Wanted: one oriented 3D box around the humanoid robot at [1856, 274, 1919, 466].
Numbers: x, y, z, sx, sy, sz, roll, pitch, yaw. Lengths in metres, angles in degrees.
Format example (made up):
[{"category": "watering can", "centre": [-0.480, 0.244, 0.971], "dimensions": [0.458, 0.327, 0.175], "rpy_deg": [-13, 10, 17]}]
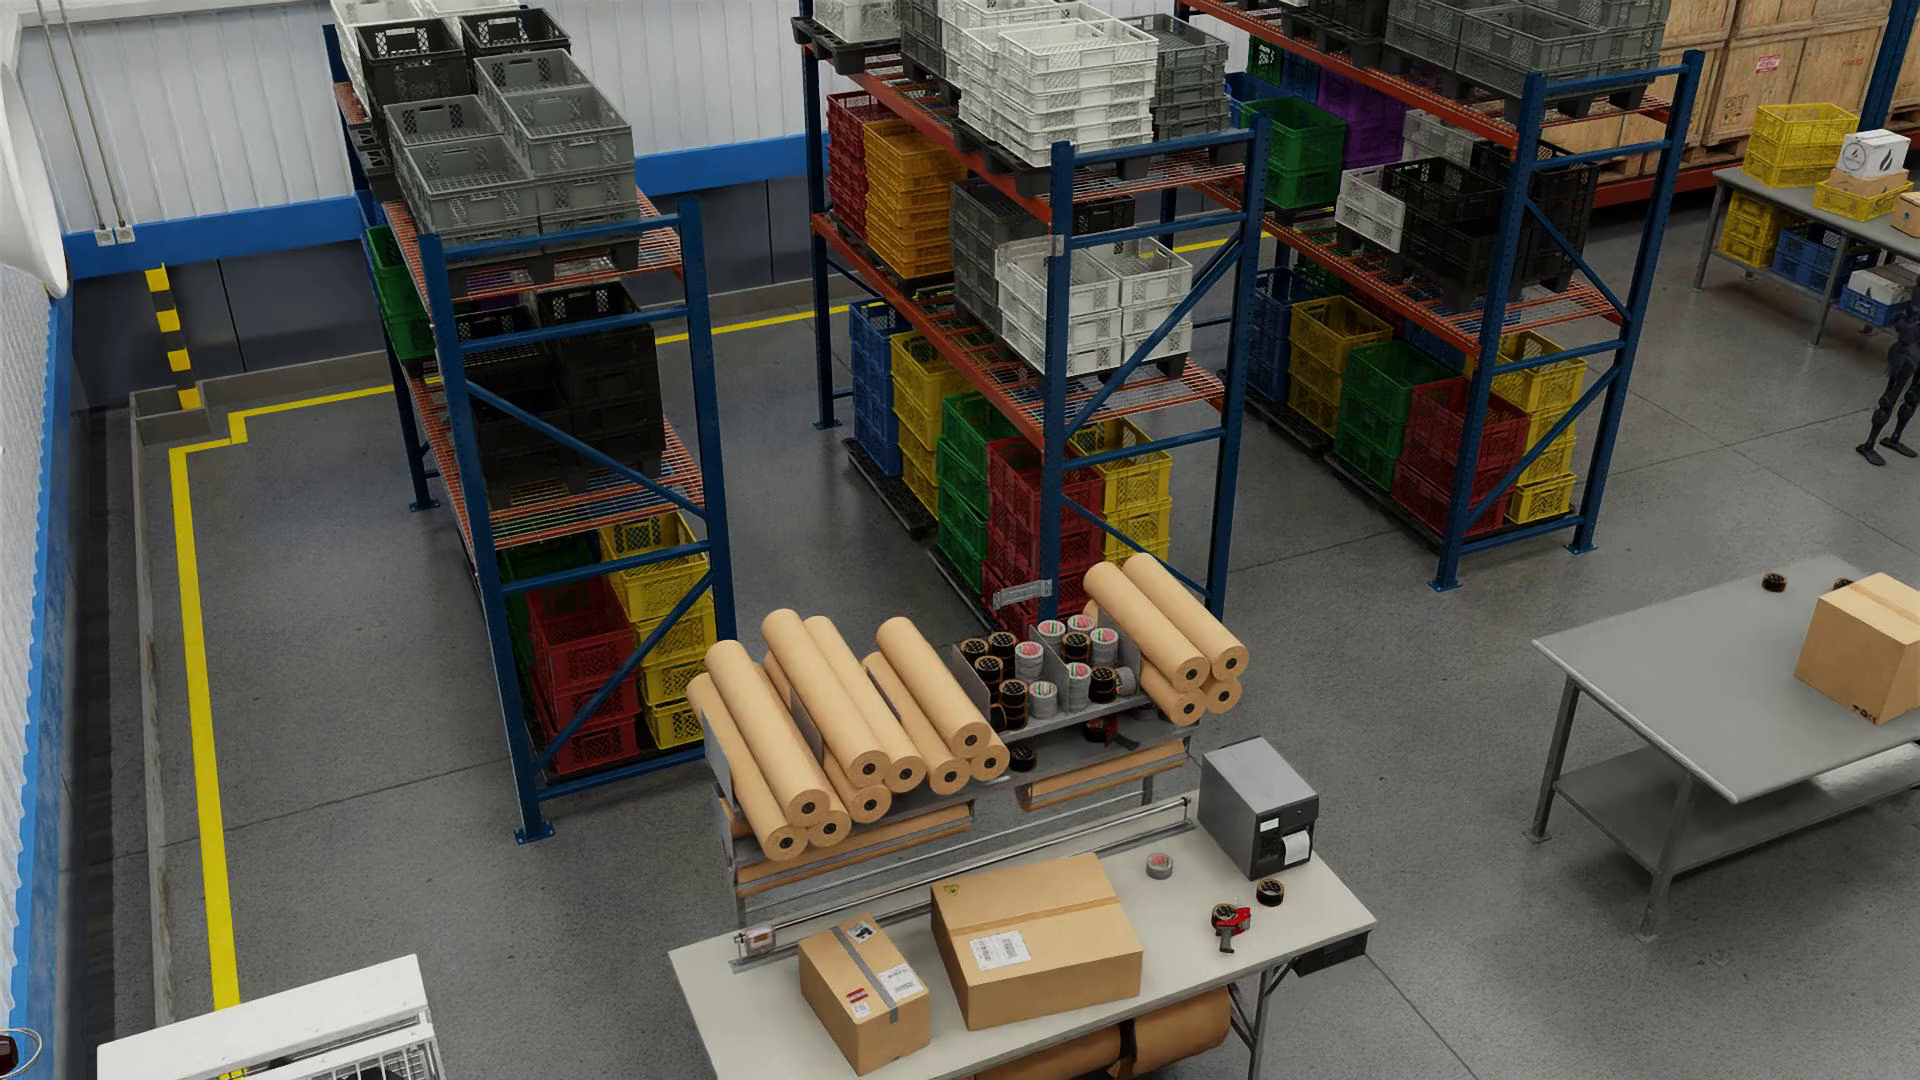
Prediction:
[{"category": "humanoid robot", "centre": [6.222, -1.270, 10.676], "dimensions": [0.600, 1.657, 0.330], "rpy_deg": [-12, 34, -18]}]
